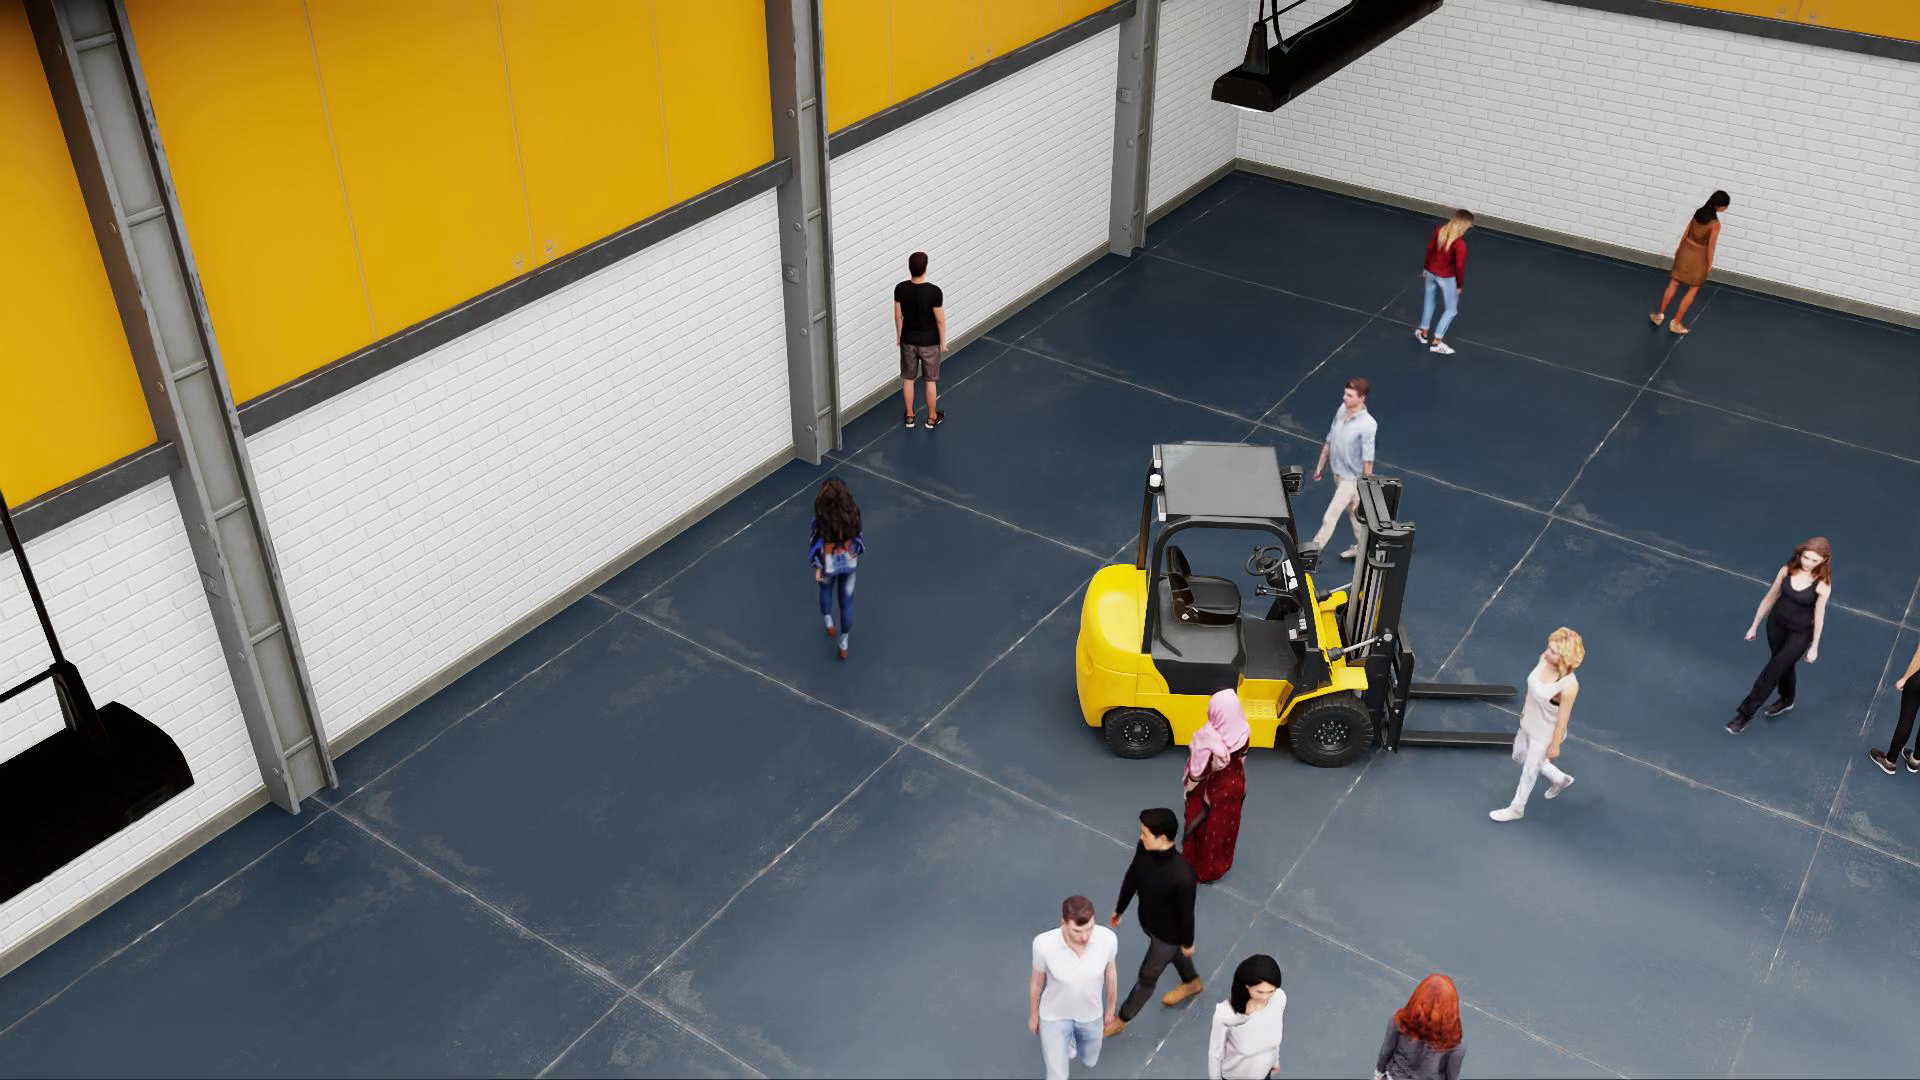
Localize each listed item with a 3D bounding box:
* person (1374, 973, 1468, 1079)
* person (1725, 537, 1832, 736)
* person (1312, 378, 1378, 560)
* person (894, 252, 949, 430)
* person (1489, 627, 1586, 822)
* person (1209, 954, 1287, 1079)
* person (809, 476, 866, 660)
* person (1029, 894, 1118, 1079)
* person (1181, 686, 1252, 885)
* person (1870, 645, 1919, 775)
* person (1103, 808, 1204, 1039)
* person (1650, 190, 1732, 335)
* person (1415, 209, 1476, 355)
[{"bbox_3d":[2.412,3.029,8.908,0.635,1.761,0.920,17,37,24],"label":"person"},{"bbox_3d":[6.301,0.671,12.514,1.124,1.696,0.895,-19,38,-26],"label":"person"},{"bbox_3d":[3.411,-0.566,14.278,1.253,1.804,1.096,-11,35,-16],"label":"person"},{"bbox_3d":[-0.403,-1.961,16.325,0.753,1.861,0.732,6,34,10],"label":"person"},{"bbox_3d":[4.143,1.293,11.611,0.937,1.659,0.891,-4,34,-5],"label":"person"},{"bbox_3d":[1.555,2.893,9.169,0.650,1.700,0.761,-14,36,-21],"label":"person"},{"bbox_3d":[-0.955,0.244,13.240,0.822,1.605,0.883,-5,34,-7],"label":"person"},{"bbox_3d":[0.612,2.622,9.459,1.062,1.829,1.119,-5,34,-8],"label":"person"},{"bbox_3d":[1.713,1.632,11.122,0.694,1.637,0.813,-17,37,-24],"label":"person"},{"bbox_3d":[7.042,1.007,12.056,0.624,1.644,0.654,0,34,0],"label":"person"},{"bbox_3d":[1.294,2.279,10.113,1.211,1.676,1.009,-15,37,-22],"label":"person"},{"bbox_3d":[7.941,-3.060,18.154,0.764,1.666,0.772,-19,38,-26],"label":"person"},{"bbox_3d":[5.145,-2.830,17.855,0.821,1.616,0.667,23,40,31],"label":"person"}]
